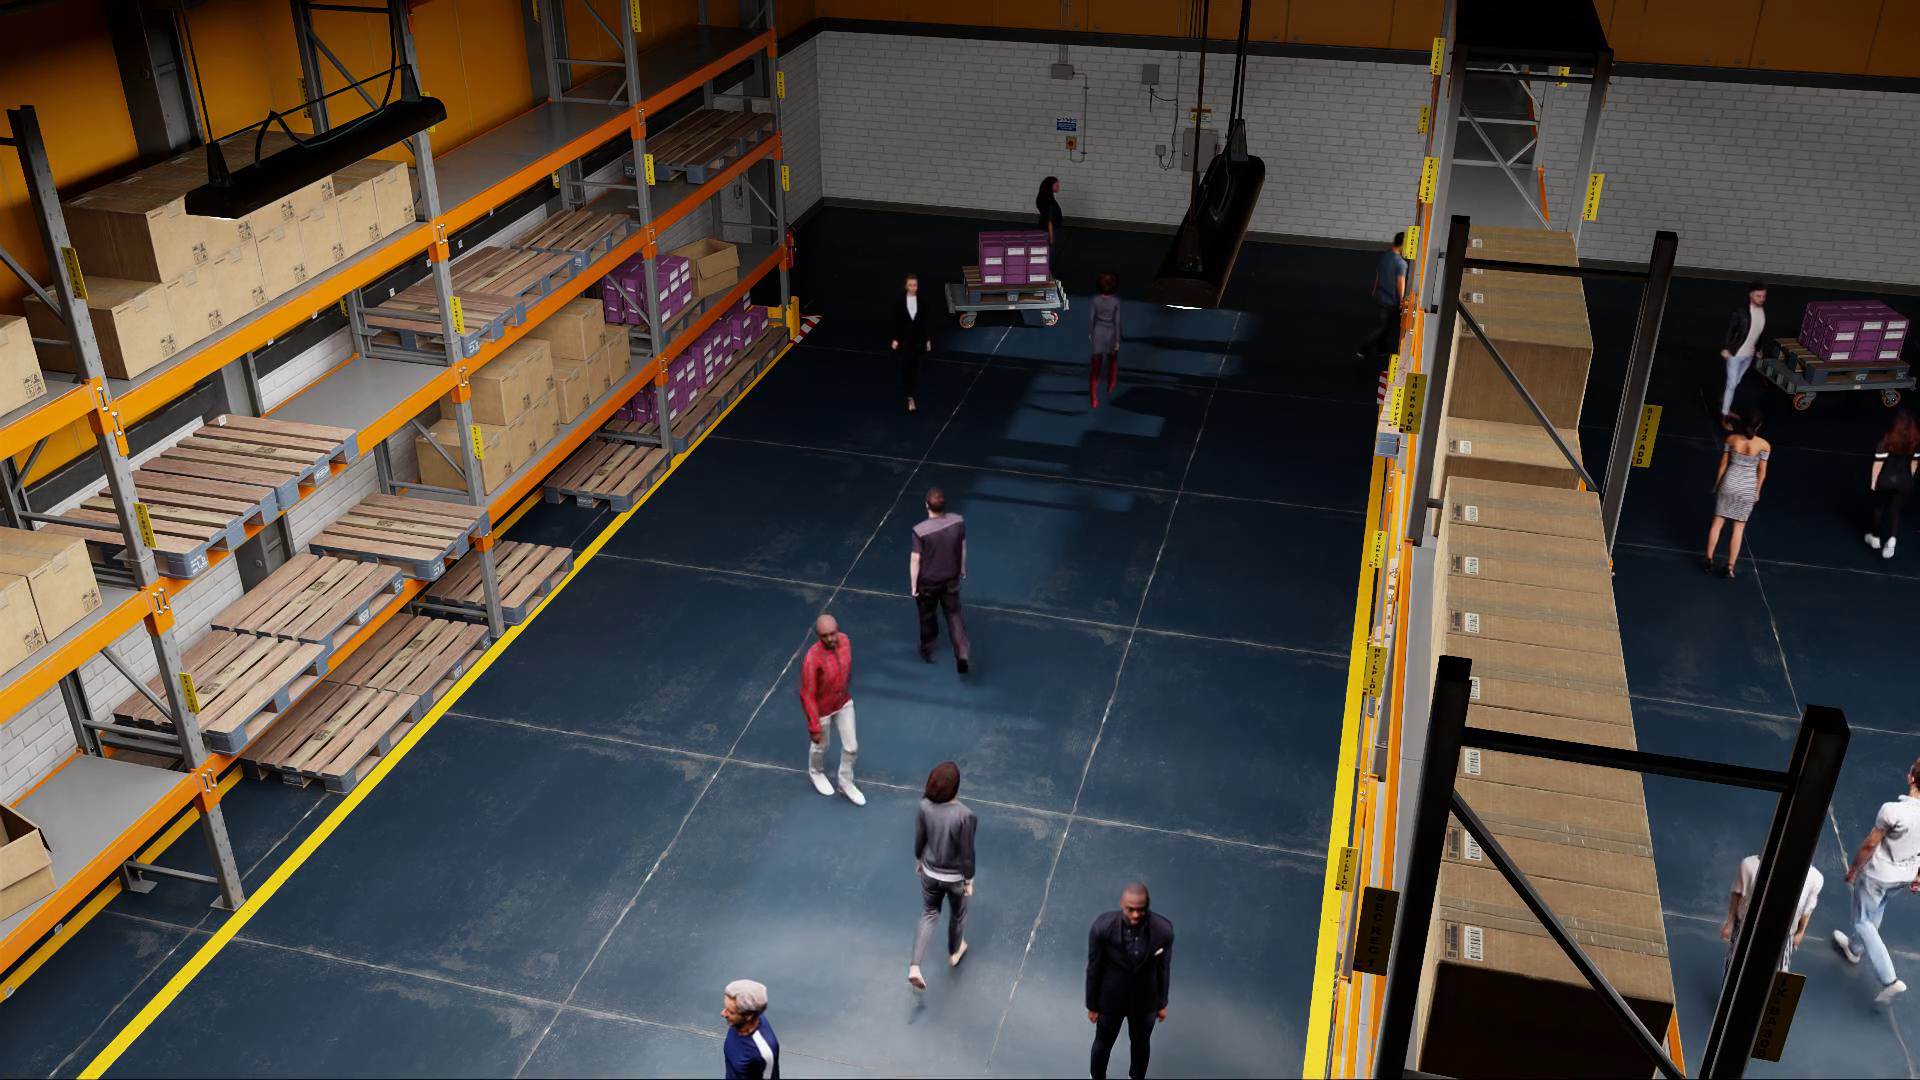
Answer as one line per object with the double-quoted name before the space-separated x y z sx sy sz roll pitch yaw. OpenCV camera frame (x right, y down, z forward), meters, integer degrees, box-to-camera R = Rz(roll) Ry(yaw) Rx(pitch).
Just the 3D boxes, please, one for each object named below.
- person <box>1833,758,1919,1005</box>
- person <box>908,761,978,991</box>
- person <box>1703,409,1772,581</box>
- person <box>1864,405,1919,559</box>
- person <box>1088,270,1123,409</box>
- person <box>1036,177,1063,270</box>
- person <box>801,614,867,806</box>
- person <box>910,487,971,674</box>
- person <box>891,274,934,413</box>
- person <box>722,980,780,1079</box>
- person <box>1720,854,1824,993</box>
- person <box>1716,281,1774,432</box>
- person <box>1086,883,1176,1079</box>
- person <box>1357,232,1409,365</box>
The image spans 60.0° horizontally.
"person" 6.391 2.341 11.370 0.959 1.827 1.183 -5 29 -8
"person" -0.129 2.344 11.446 0.697 1.749 0.988 11 31 20
"person" 7.691 -0.459 16.511 0.657 1.820 0.643 21 35 33
"person" 9.505 -0.559 16.909 0.692 1.614 0.965 5 29 9
"person" 1.735 -2.389 20.209 0.642 1.667 1.140 9 30 16
"person" 1.280 -4.455 24.051 0.745 1.614 0.646 -4 29 -7
"person" -1.089 1.286 13.340 1.006 1.792 0.968 25 37 38
"person" -0.153 0.390 14.941 1.061 1.831 1.166 -12 31 -20
"person" -0.611 -2.450 20.307 0.908 1.679 1.046 -7 29 -12
"person" -1.195 3.254 9.685 0.770 1.838 0.716 -16 33 -27
"person" 5.376 2.554 11.141 0.721 1.671 0.765 11 30 19
"person" 9.282 -2.254 19.814 0.873 1.807 0.957 -11 30 -19
"person" 1.049 2.868 10.414 0.755 1.818 0.706 0 29 -1
"person" 5.440 -3.092 21.393 1.092 1.766 1.068 -12 31 -21
